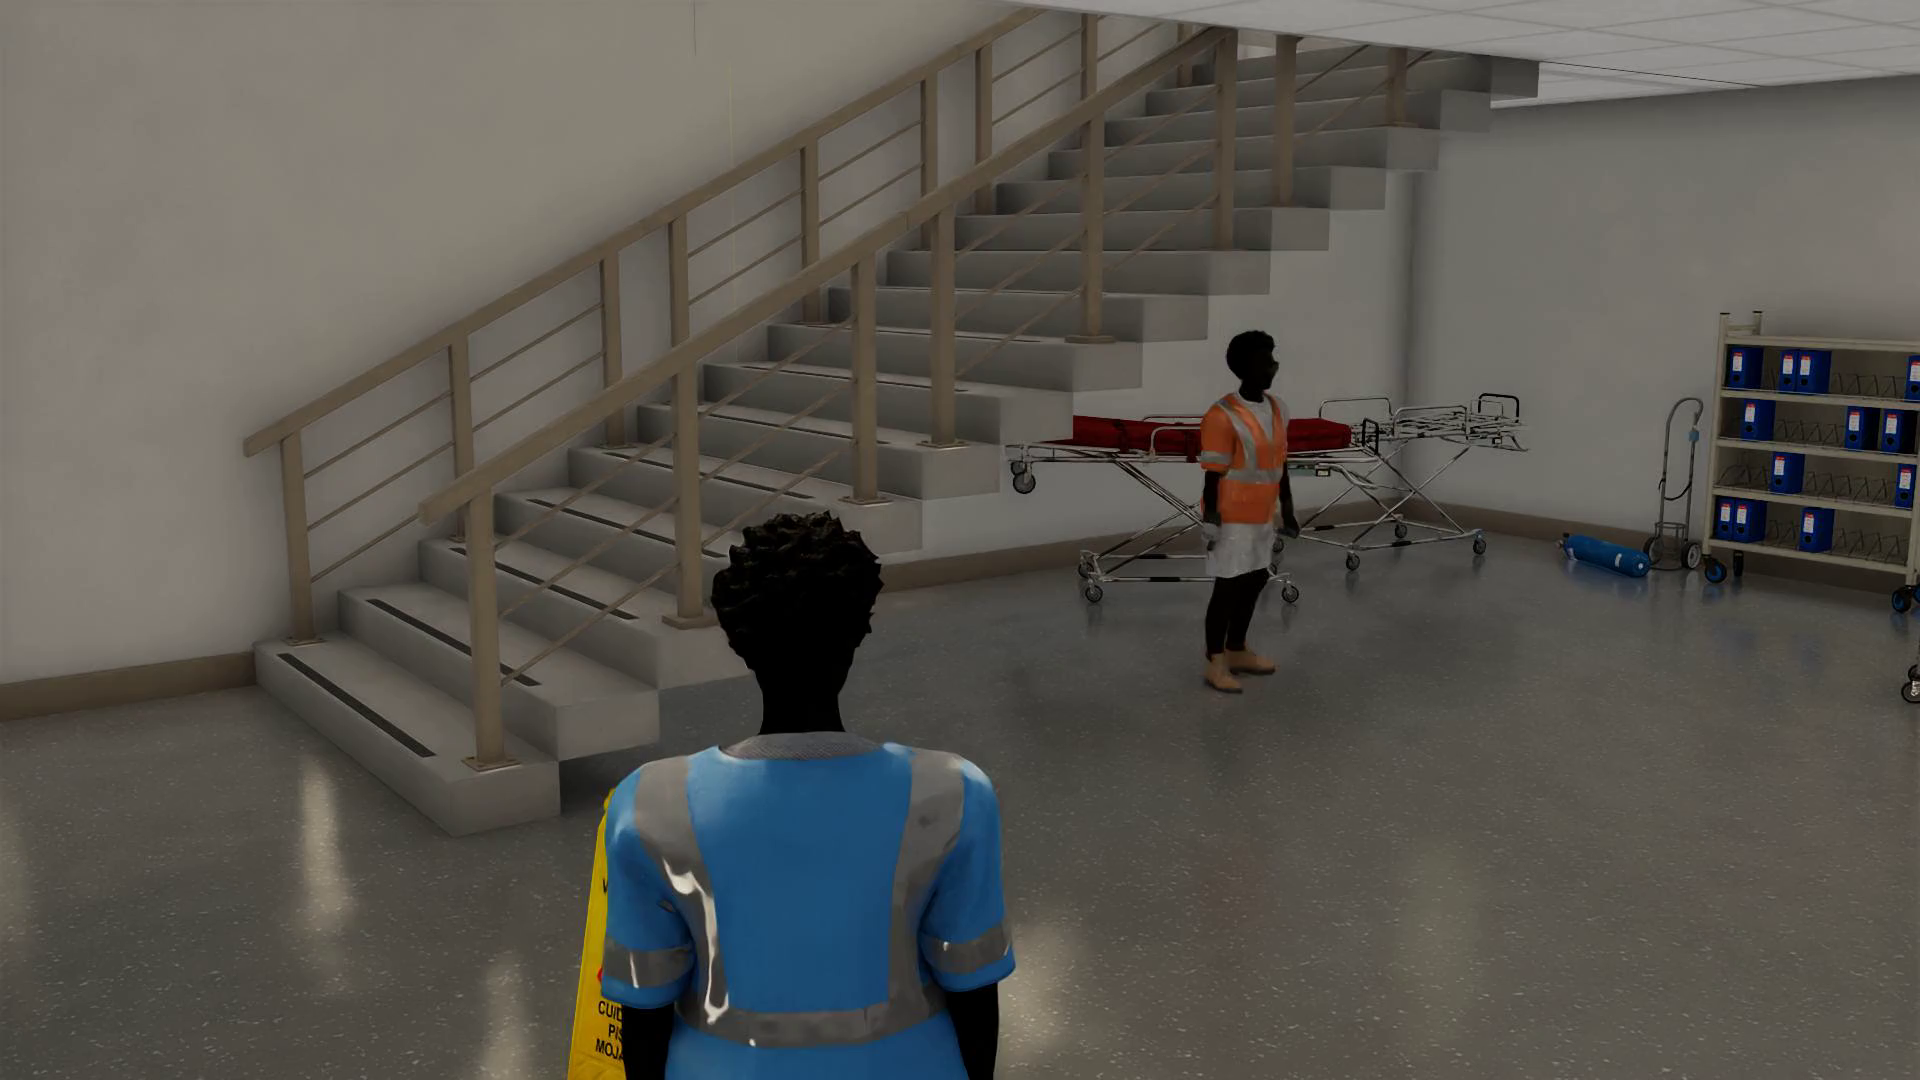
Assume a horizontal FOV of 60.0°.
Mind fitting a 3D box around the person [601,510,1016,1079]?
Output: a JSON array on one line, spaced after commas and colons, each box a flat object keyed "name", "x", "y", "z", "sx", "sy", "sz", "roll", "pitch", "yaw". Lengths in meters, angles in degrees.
[{"name": "person", "x": -0.194, "y": 0.805, "z": 2.213, "sx": 0.532, "sy": 1.693, "sz": 0.319, "roll": -1, "pitch": 10, "yaw": -4}]

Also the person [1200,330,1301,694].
[{"name": "person", "x": 1.286, "y": -0.125, "z": 7.614, "sx": 0.400, "sy": 1.673, "sz": 0.632, "roll": 9, "pitch": 13, "yaw": 42}]
